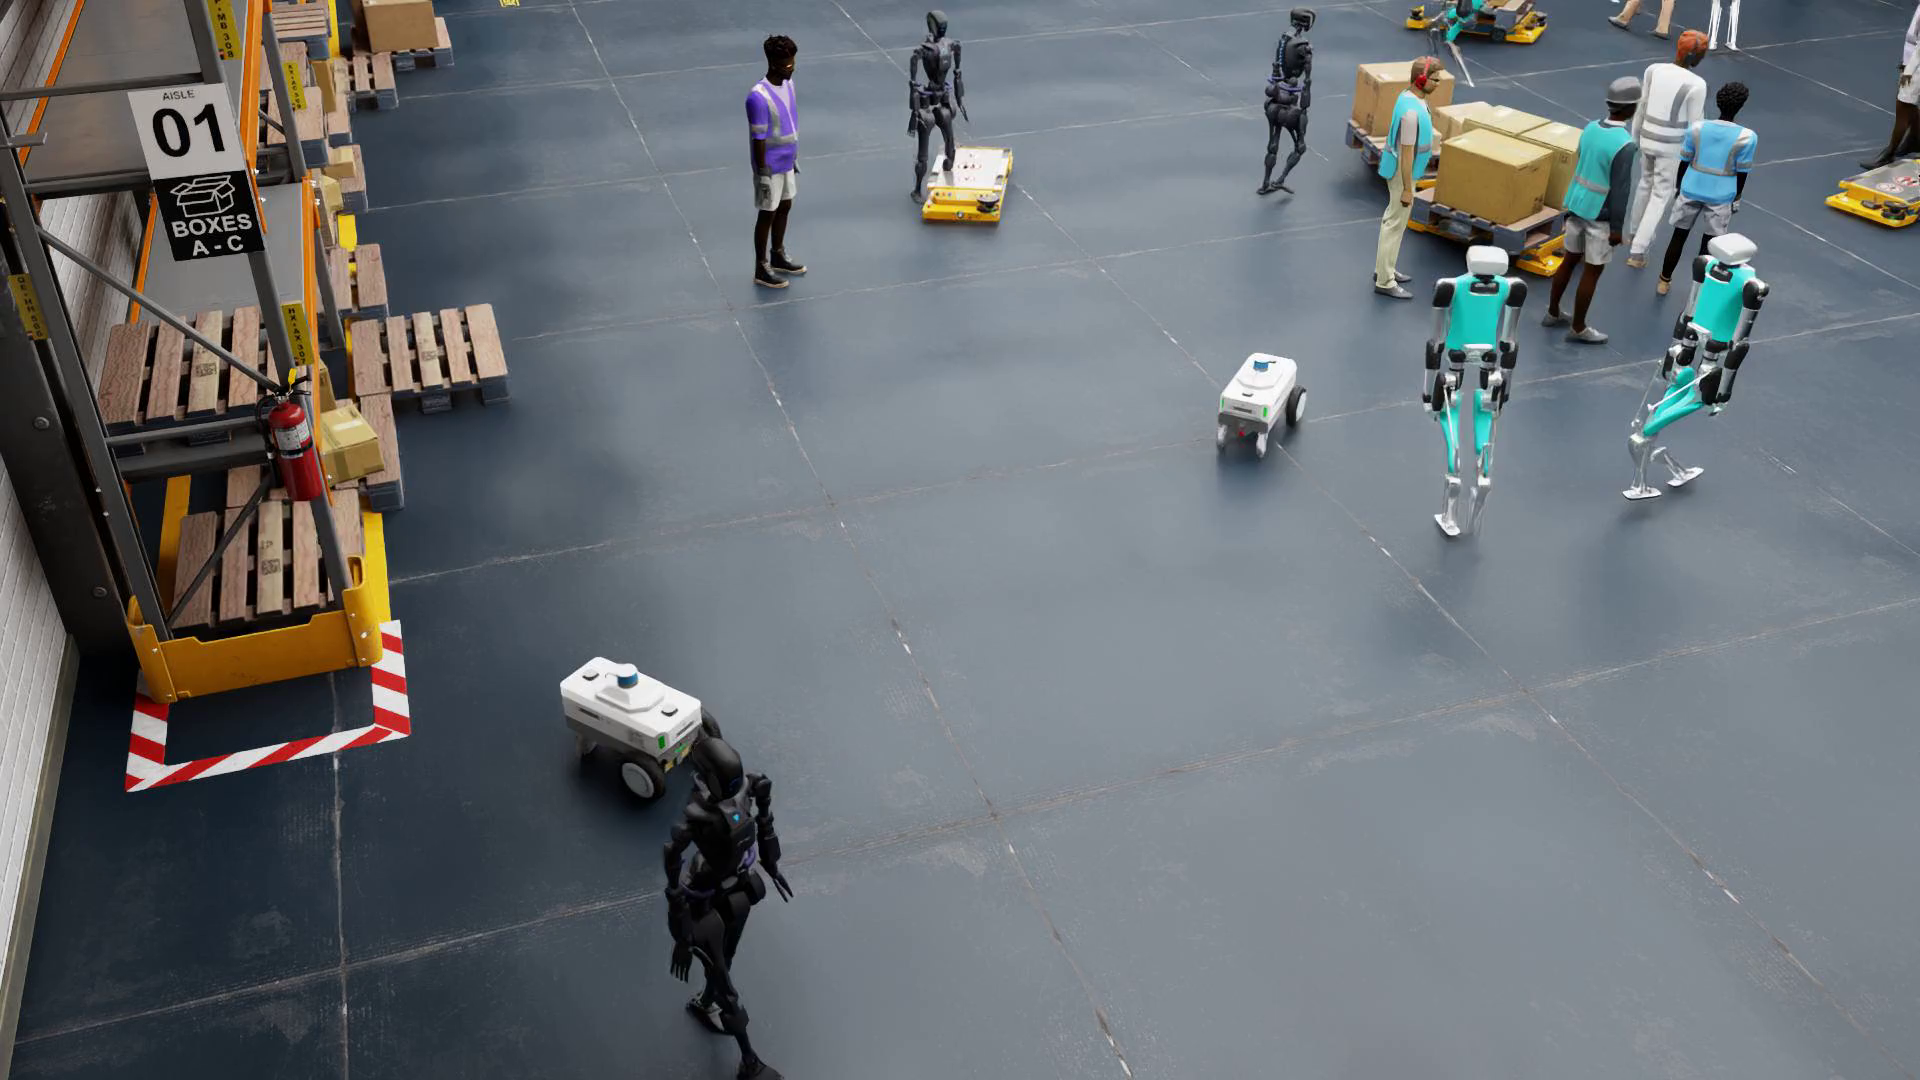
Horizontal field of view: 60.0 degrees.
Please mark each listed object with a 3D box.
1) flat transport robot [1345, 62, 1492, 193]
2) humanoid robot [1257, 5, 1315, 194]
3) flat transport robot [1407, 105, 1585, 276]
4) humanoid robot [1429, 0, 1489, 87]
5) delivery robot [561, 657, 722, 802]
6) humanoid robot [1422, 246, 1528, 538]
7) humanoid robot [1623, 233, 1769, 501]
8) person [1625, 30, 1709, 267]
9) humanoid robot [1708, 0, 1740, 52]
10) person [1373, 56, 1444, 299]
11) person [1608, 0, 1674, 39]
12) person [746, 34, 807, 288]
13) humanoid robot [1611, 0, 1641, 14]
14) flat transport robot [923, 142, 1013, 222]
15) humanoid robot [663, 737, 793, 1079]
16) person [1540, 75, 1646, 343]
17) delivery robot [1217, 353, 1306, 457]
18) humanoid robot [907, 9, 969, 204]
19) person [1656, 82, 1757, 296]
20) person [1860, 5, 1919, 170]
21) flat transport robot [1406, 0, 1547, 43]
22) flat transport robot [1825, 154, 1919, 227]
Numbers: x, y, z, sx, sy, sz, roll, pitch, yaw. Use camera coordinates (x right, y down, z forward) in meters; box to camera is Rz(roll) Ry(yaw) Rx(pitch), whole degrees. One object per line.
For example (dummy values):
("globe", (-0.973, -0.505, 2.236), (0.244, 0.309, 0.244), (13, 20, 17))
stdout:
("flat transport robot", (4.198, -3.352, 15.000), (0.659, 0.231, 1.431), (-6, 34, -8))
("humanoid robot", (2.820, -3.792, 14.391), (0.336, 1.647, 0.608), (-13, 35, -19))
("flat transport robot", (4.459, -2.558, 13.782), (0.659, 0.231, 1.431), (-25, 40, -33))
("humanoid robot", (5.055, -5.536, 17.010), (0.579, 1.755, 0.944), (-24, 40, -32))
("delivery robot", (-1.584, 0.895, 8.242), (0.785, 0.614, 0.523), (19, 38, 27))
("humanoid robot", (2.990, -0.733, 9.714), (0.530, 1.865, 0.714), (0, 33, -1))
("humanoid robot", (4.315, -0.957, 9.980), (0.927, 1.766, 0.548), (-11, 35, -16))
("person", (5.603, -3.131, 13.231), (0.664, 1.868, 0.614), (-17, 37, -24))
("humanoid robot", (8.337, -6.099, 17.746), (0.533, 1.677, 0.735), (5, 33, 7))
("person", (3.379, -2.765, 12.661), (0.391, 1.840, 0.564), (7, 34, 11))
("person", (7.759, -6.479, 18.533), (0.477, 1.643, 0.795), (-14, 36, -20))
("person", (-1.396, -2.912, 12.797), (0.406, 1.950, 0.609), (12, 35, 18))
("humanoid robot", (7.963, -7.125, 19.464), (0.566, 1.778, 0.890), (3, 33, 4))
("flat transport robot", (0.083, -3.177, 14.731), (0.659, 0.231, 1.431), (4, 33, 5))
("humanoid robot", (-0.878, 1.395, 6.449), (0.689, 1.632, 0.602), (25, 40, 33))
("person", (4.567, -2.360, 11.958), (0.440, 1.935, 0.578), (-9, 34, -14))
("delivery robot", (1.987, -0.951, 11.062), (0.499, 0.601, 0.775), (15, 36, 21))
("humanoid robot", (-0.207, -3.732, 14.289), (0.607, 1.650, 0.324), (-24, 40, -32))
("person", (5.641, -2.609, 12.558), (0.532, 1.693, 0.317), (25, 41, 33))
("person", (8.609, -4.258, 14.872), (0.542, 1.934, 0.770), (12, 35, 18))
("flat transport robot", (5.885, -5.912, 18.926), (1.431, 0.231, 0.659), (17, 37, 24))
("flat transport robot", (8.298, -3.054, 14.543), (1.431, 0.231, 0.659), (-20, 38, -28))
